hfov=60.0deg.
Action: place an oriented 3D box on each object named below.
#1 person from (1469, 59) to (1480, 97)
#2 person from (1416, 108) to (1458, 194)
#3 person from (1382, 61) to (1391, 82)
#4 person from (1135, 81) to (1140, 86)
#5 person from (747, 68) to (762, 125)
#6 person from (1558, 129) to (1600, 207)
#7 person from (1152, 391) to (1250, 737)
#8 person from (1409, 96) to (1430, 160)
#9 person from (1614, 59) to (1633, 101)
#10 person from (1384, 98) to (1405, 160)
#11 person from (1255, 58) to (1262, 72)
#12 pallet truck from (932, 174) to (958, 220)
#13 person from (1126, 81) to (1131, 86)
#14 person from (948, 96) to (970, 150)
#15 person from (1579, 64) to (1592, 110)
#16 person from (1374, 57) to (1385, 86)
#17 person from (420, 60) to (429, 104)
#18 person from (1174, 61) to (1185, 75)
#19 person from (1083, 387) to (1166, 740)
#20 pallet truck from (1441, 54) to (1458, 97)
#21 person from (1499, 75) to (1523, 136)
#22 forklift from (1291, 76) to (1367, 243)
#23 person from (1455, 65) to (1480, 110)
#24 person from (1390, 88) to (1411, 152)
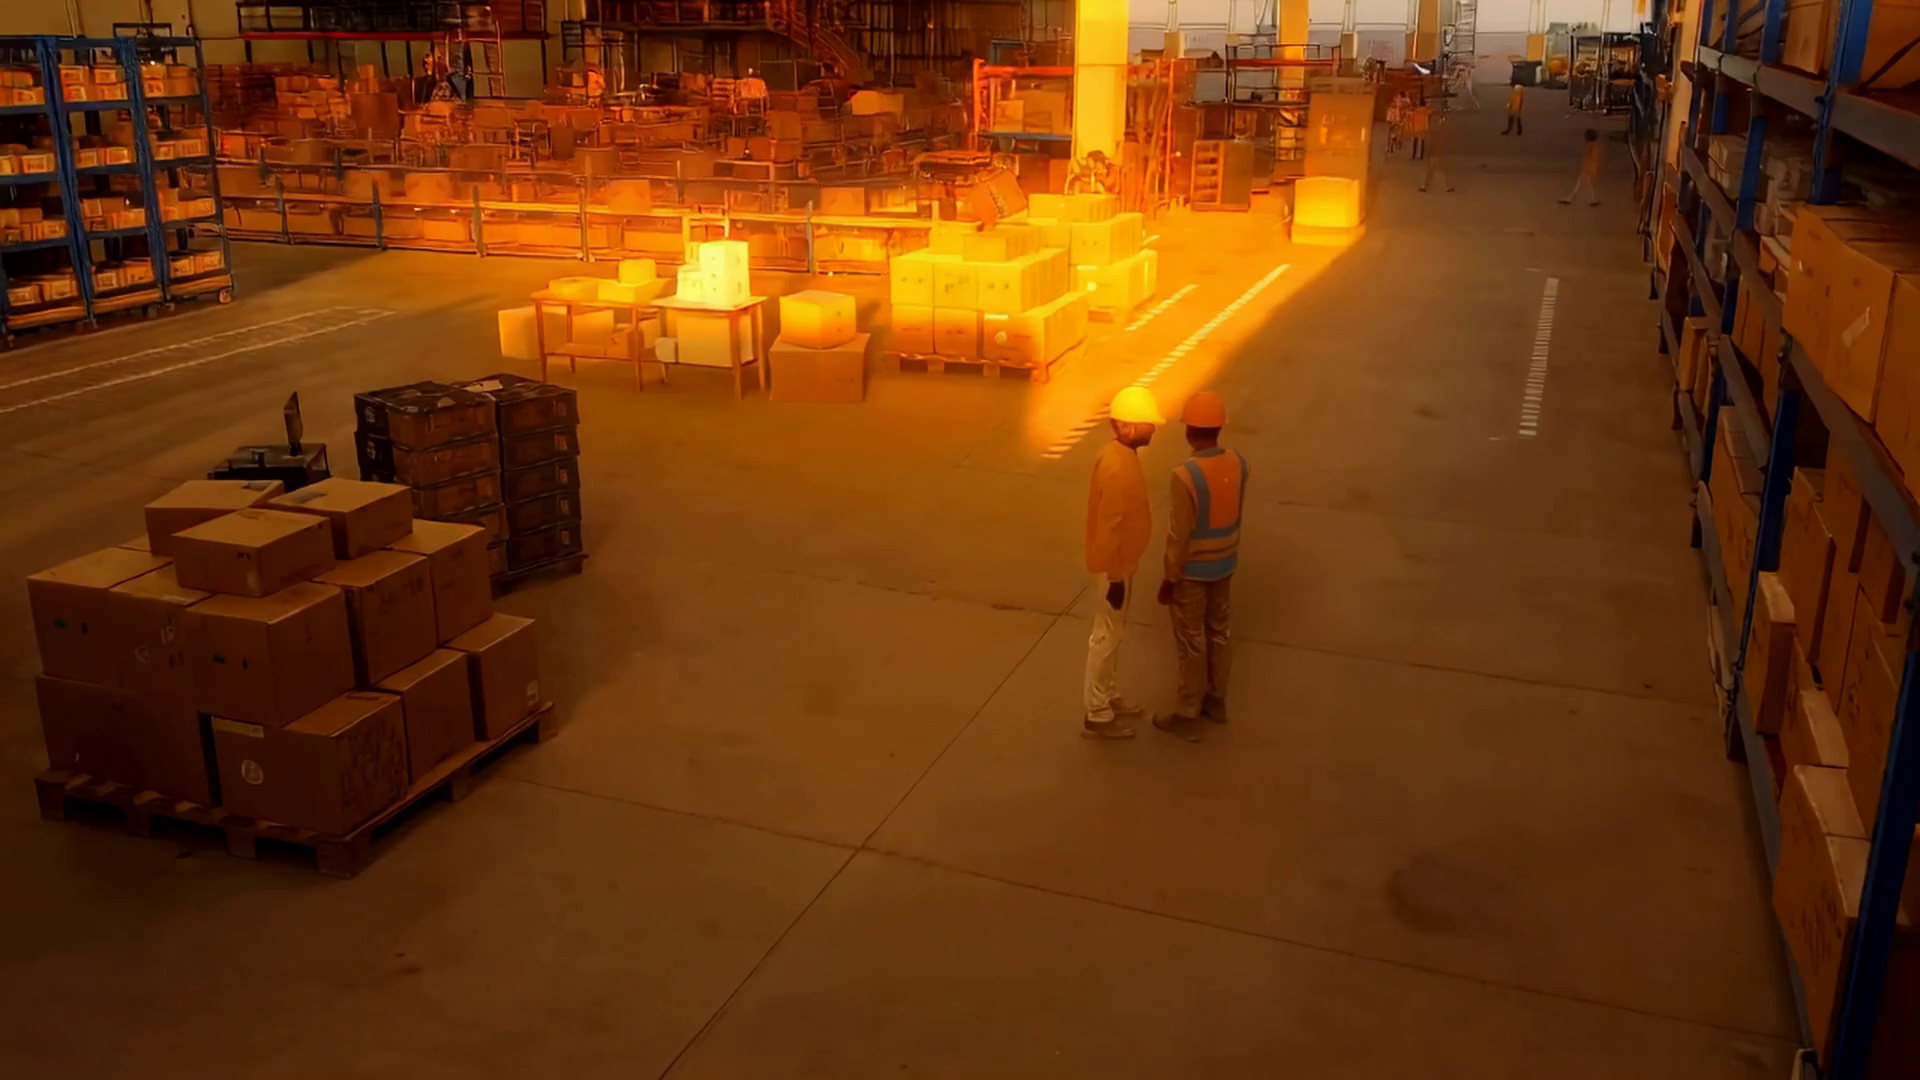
[{"bbox_3d":[24.320,-21.856,78.715,0.488,1.728,0.593,3,18,8],"label":"person"},{"bbox_3d":[10.671,-8.639,36.941,0.882,1.876,0.654,10,20,28],"label":"person"},{"bbox_3d":[20.136,-21.723,78.407,0.865,1.651,0.545,-9,20,-27],"label":"person"},{"bbox_3d":[8.751,-22.951,81.801,0.350,1.936,0.635,-13,22,-36],"label":"person"},{"bbox_3d":[-7.110,-15.516,58.345,0.895,2.007,0.624,10,20,30],"label":"person"},{"bbox_3d":[12.951,-7.715,34.485,0.860,1.581,0.519,7,19,21],"label":"person"},{"bbox_3d":[1.332,0.136,9.239,0.614,1.946,0.390,-16,24,-41],"label":"person"},{"bbox_3d":[12.505,-11.202,45.269,0.541,1.698,0.315,-2,18,-6],"label":"person"},{"bbox_3d":[29.906,-20.600,74.520,0.989,1.880,0.601,3,18,9],"label":"person"},{"bbox_3d":[11.883,-11.229,45.433,0.526,1.649,0.855,8,19,23],"label":"person"},{"bbox_3d":[15.783,-24.944,88.043,0.391,1.949,0.602,7,19,21],"label":"person"},{"bbox_3d":[-0.507,-5.292,27.348,0.653,1.274,1.630,6,19,19],"label":"pallet truck"},{"bbox_3d":[6.046,-16.123,60.249,0.372,1.997,0.611,-2,18,-5],"label":"person"},{"bbox_3d":[-0.046,-11.054,44.783,0.527,1.718,0.923,8,19,25],"label":"person"},{"bbox_3d":[25.741,-18.625,68.359,0.505,1.845,0.346,-7,19,-20],"label":"person"},{"bbox_3d":[20.517,-22.551,80.776,0.945,1.790,0.655,7,19,20],"label":"person"},{"bbox_3d":[-23.490,-20.107,72.966,0.347,1.879,0.583,-1,18,-4],"label":"person"},{"bbox_3d":[8.643,-17.884,65.711,0.679,2.000,0.696,5,18,16],"label":"person"},{"bbox_3d":[0.902,0.126,9.224,0.414,1.985,0.610,3,18,11],"label":"person"},{"bbox_3d":[22.765,-21.886,78.355,0.823,1.965,1.885,-4,18,-14],"label":"pallet truck"},{"bbox_3d":[17.902,-14.039,53.813,0.908,1.917,0.609,3,18,10],"label":"person"},{"bbox_3d":[6.598,-6.755,29.381,1.129,2.768,1.873,6,19,19],"label":"forklift"},{"bbox_3d":[20.920,-18.541,68.164,1.000,1.812,0.533,4,18,13],"label":"person"},{"bbox_3d":[12.695,-12.139,48.030,0.586,1.816,0.737,5,18,14],"label":"person"}]
